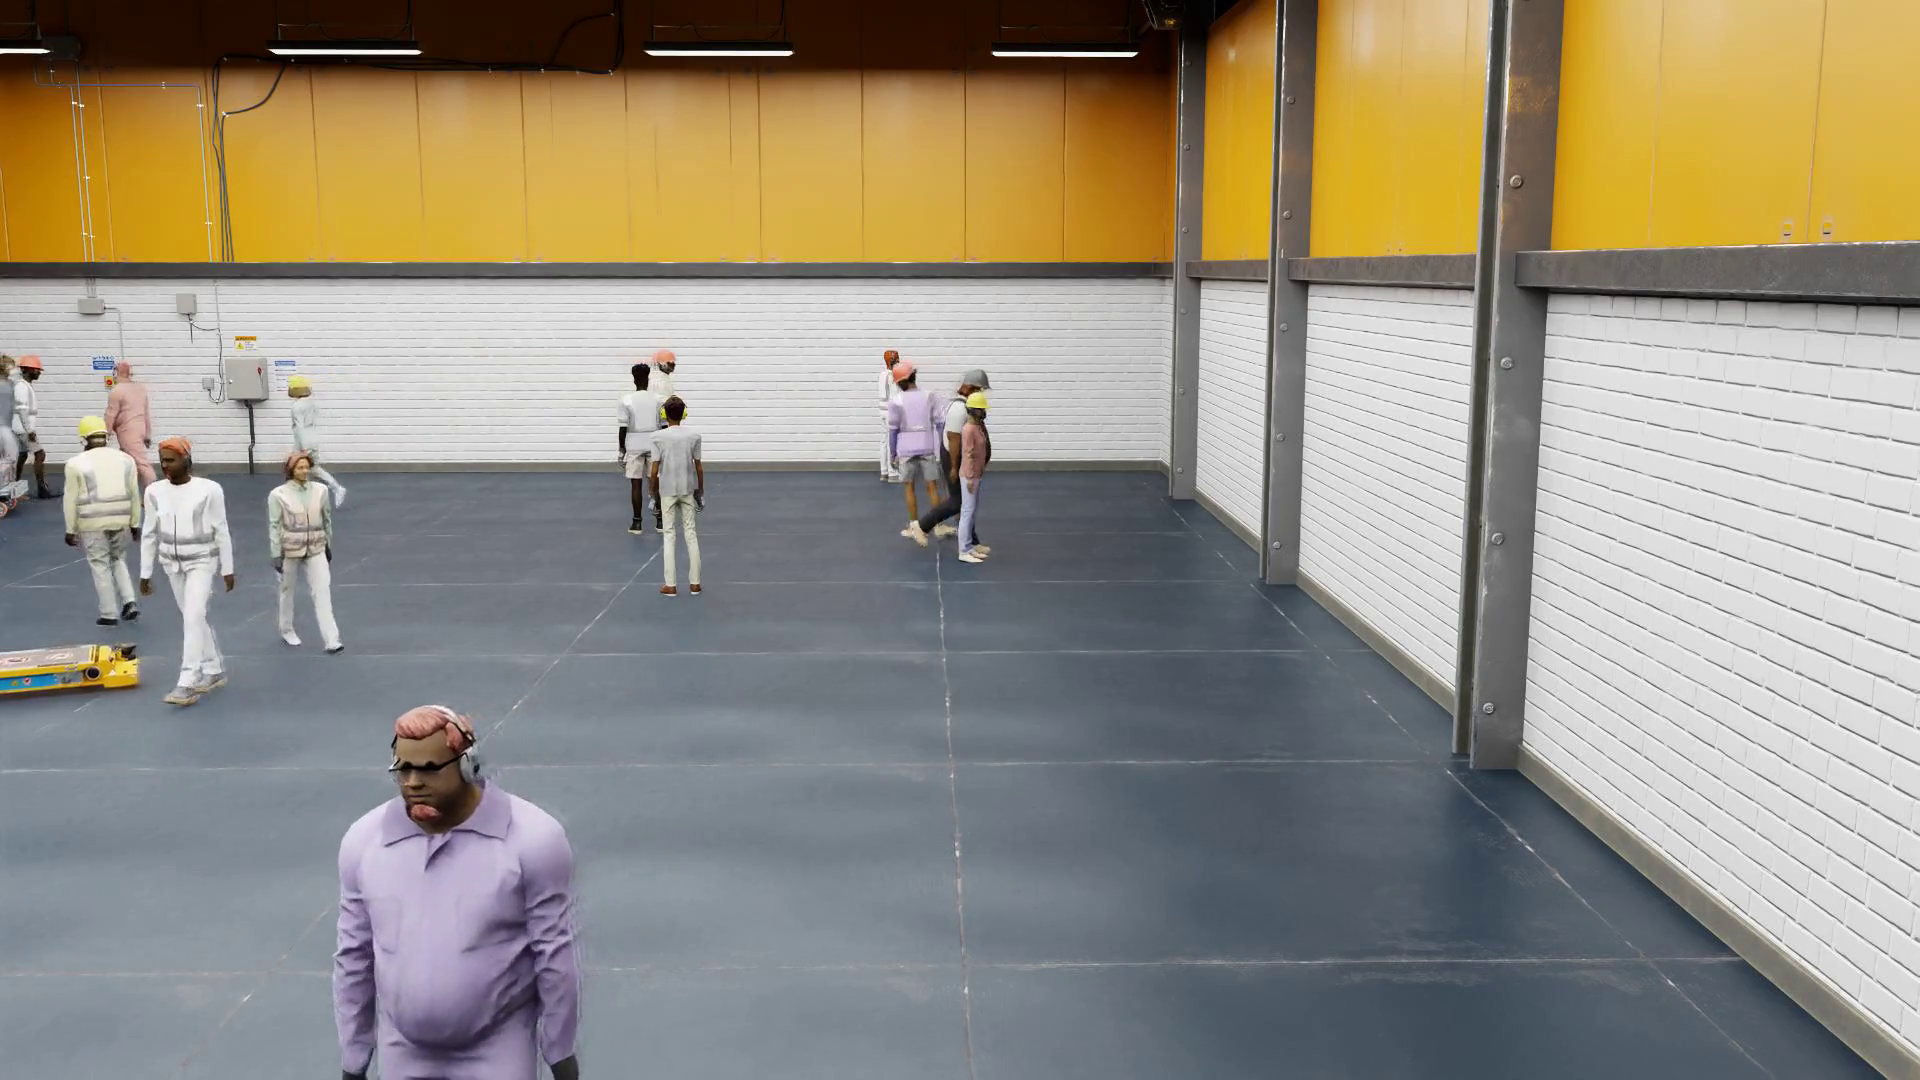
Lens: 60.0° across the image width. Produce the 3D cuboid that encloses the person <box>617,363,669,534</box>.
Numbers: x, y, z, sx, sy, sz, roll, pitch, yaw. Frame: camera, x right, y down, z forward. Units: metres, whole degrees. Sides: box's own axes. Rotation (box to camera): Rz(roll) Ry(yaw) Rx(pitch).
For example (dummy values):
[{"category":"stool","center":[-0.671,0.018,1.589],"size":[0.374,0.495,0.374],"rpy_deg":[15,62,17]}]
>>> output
[{"category":"person","center":[-3.631,-1.049,19.098],"size":[0.614,1.959,0.366],"rpy_deg":[-4,10,-23]}]

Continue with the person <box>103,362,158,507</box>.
[{"category":"person","center":[-10.645,-1.335,21.198],"size":[1.010,1.839,0.627],"rpy_deg":[0,9,0]}]

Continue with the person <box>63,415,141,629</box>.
[{"category":"person","center":[-7.241,-0.145,14.034],"size":[0.428,1.814,0.591],"rpy_deg":[6,11,33]}]

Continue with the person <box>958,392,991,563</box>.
[{"category":"person","center":[0.157,-0.649,17.253],"size":[0.330,1.765,0.533],"rpy_deg":[2,9,11]}]

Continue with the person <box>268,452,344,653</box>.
[{"category":"person","center":[-5.211,0.096,13.192],"size":[0.533,1.590,0.887],"rpy_deg":[-9,13,-44]}]

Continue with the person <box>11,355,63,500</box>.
[{"category":"person","center":[-12.172,-1.464,21.832],"size":[0.778,1.896,0.570],"rpy_deg":[-4,10,-24]}]

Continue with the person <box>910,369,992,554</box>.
[{"category":"person","center":[-0.059,-0.847,17.619],"size":[0.784,2.000,0.700],"rpy_deg":[1,9,8]}]

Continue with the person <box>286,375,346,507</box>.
[{"category":"person","center":[-8.181,-1.227,20.932],"size":[0.720,1.717,0.487],"rpy_deg":[2,9,10]}]

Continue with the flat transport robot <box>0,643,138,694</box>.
[{"category":"flat transport robot","center":[-6.735,0.953,11.993],"size":[1.431,0.197,0.652],"rpy_deg":[-4,10,-25]}]

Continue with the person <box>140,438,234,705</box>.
[{"category":"person","center":[-5.481,0.223,11.642],"size":[0.599,1.842,0.907],"rpy_deg":[1,9,8]}]

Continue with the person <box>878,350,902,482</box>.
[{"category":"person","center":[-0.972,-1.761,23.708],"size":[0.355,1.883,0.574],"rpy_deg":[-5,10,-26]}]

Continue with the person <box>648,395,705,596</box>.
[{"category":"person","center":[-2.637,-0.410,15.467],"size":[0.533,1.868,0.310],"rpy_deg":[-4,10,-22]}]

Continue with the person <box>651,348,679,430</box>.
[{"category":"person","center":[-3.899,-1.542,22.045],"size":[0.505,1.978,0.611],"rpy_deg":[0,9,-1]}]

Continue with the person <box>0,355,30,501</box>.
[{"category":"person","center":[-12.457,-1.441,21.631],"size":[0.481,1.923,0.645],"rpy_deg":[-1,9,-6]}]

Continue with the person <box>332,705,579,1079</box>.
[{"category":"person","center":[-1.376,1.366,4.509],"size":[0.665,1.888,0.433],"rpy_deg":[1,9,5]}]

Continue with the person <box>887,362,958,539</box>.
[{"category":"person","center":[-0.431,-1.001,18.725],"size":[0.780,1.989,0.499],"rpy_deg":[-2,9,-11]}]
